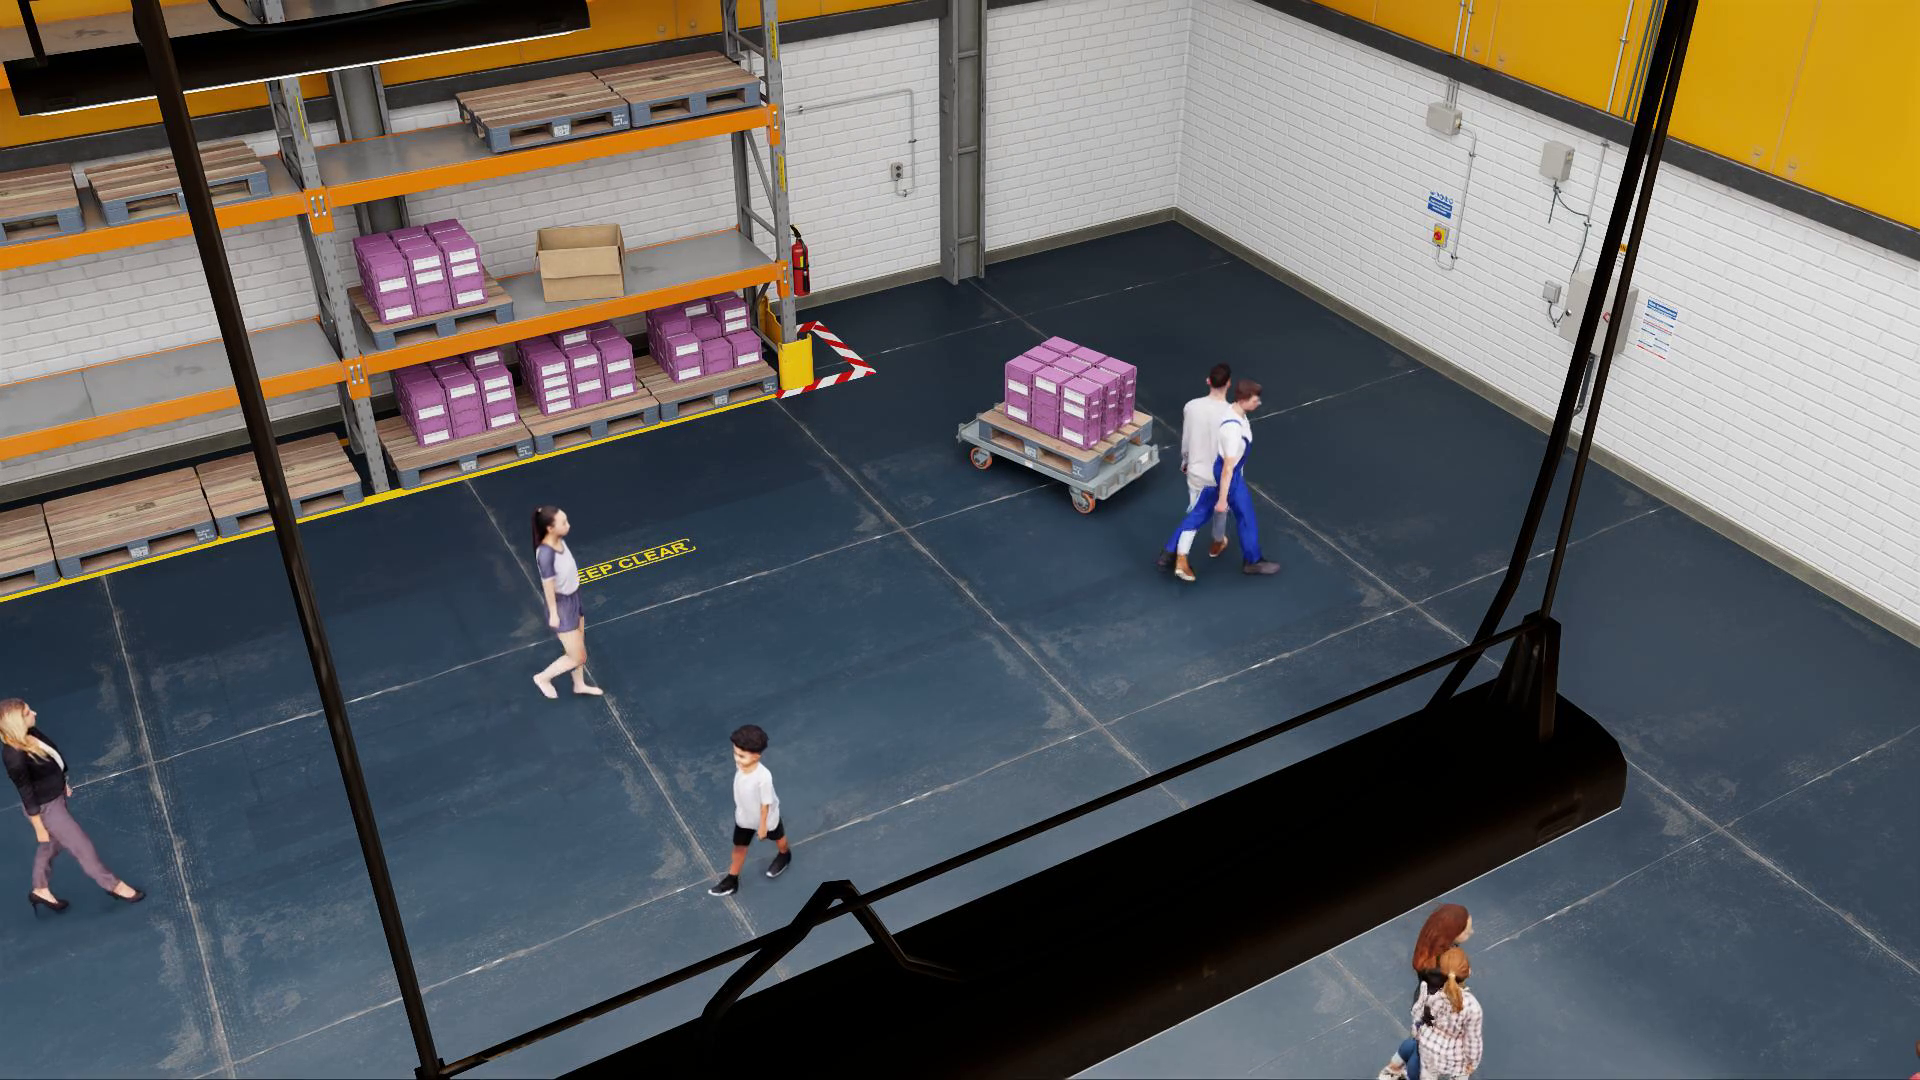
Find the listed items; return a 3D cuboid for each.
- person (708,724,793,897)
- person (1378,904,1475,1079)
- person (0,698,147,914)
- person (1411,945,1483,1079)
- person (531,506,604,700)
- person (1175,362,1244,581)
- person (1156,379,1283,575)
[{"bbox_3d":[-1.224,1.656,10.440,0.686,1.224,0.918,24,41,32],"label":"person"},{"bbox_3d":[2.517,2.500,8.939,0.763,1.480,0.700,8,35,12],"label":"person"},{"bbox_3d":[-5.595,1.652,10.069,0.904,1.641,0.682,-13,36,-18],"label":"person"},{"bbox_3d":[2.559,2.696,8.810,0.664,1.296,0.665,-26,41,-33],"label":"person"},{"bbox_3d":[-2.898,0.481,11.831,0.842,1.641,0.777,2,34,3],"label":"person"},{"bbox_3d":[1.941,-0.502,13.165,1.081,1.801,1.248,18,37,24],"label":"person"},{"bbox_3d":[2.004,-0.458,13.099,1.343,1.801,1.105,0,34,0],"label":"person"}]
